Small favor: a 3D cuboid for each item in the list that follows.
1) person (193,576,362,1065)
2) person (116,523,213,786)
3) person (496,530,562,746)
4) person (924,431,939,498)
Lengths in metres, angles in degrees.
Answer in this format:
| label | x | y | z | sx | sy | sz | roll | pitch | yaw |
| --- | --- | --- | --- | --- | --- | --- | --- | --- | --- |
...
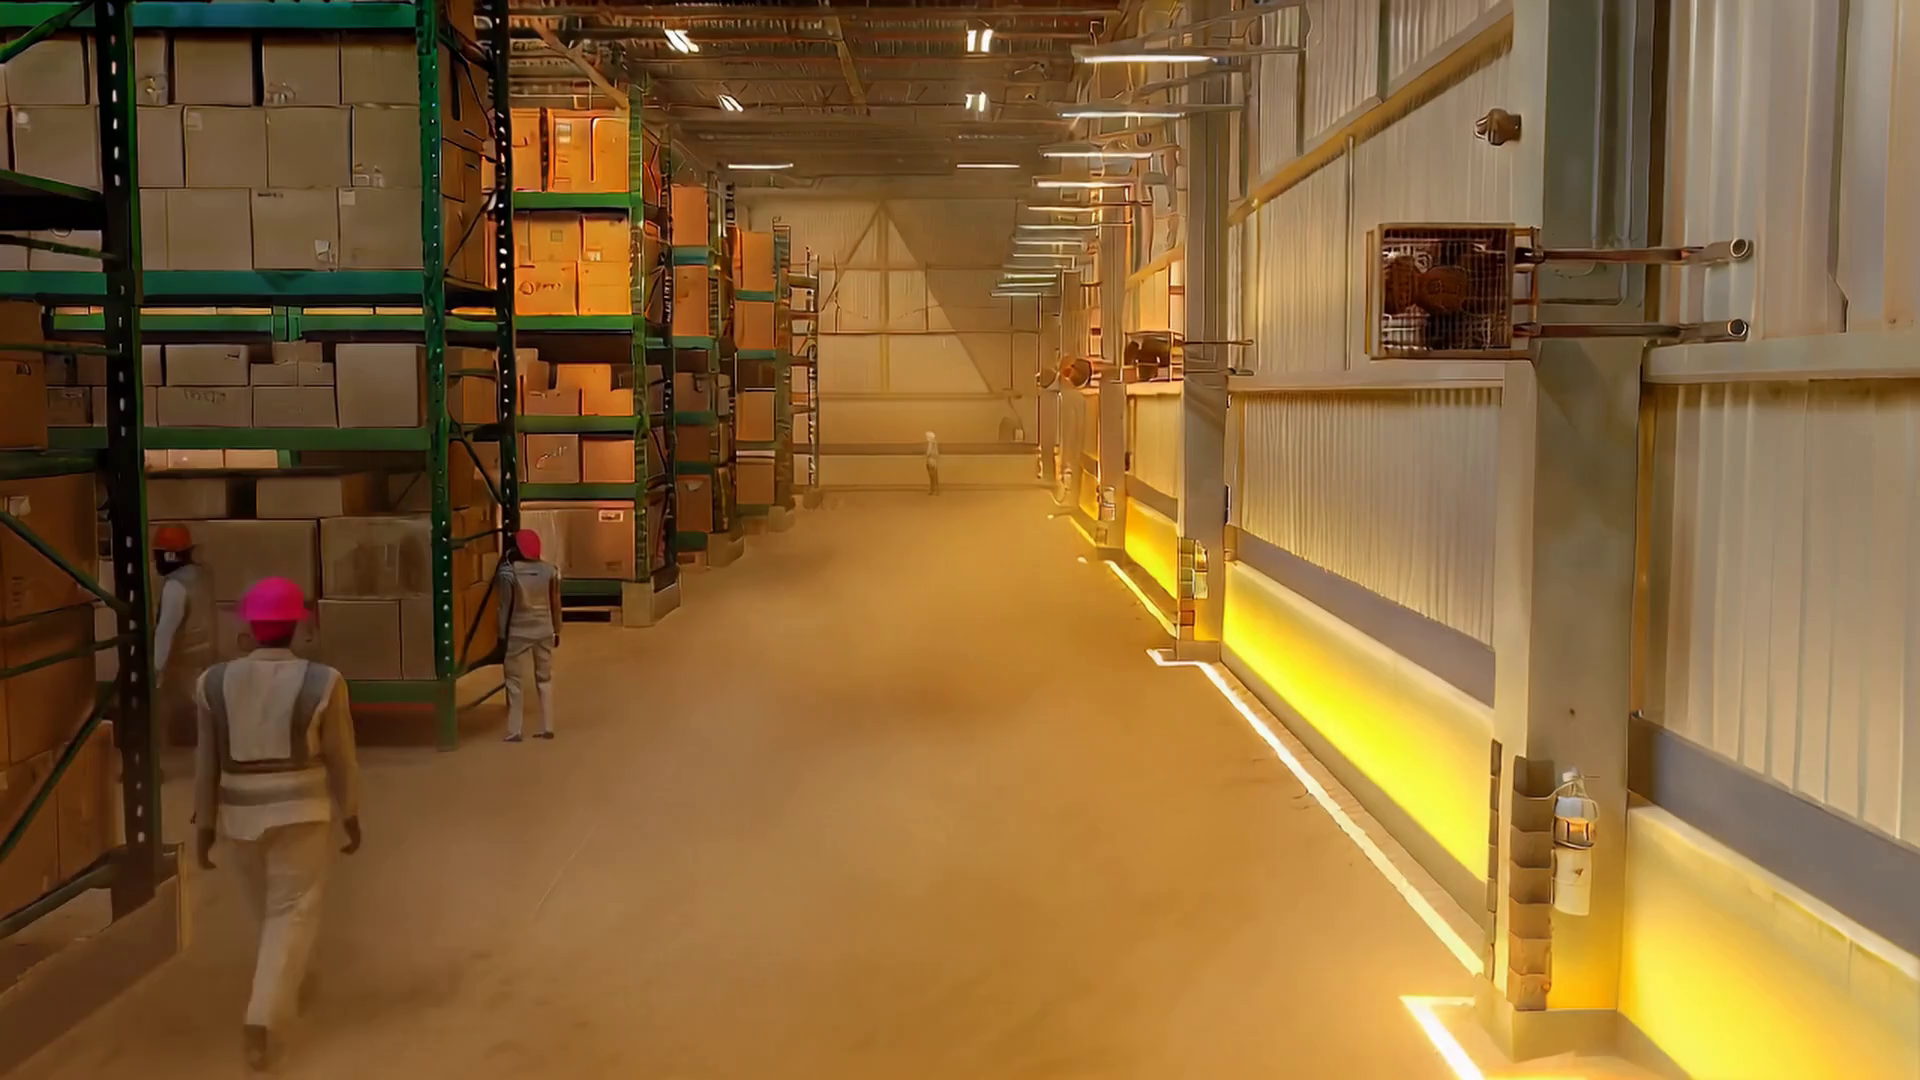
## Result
| label | x | y | z | sx | sy | sz | roll | pitch | yaw |
| --- | --- | --- | --- | --- | --- | --- | --- | --- | --- |
| person | -2.762 | 1.102 | 6.720 | 0.635 | 1.910 | 0.992 | 0 | 5 | 0 |
| person | -5.188 | 0.774 | 11.206 | 0.924 | 1.792 | 0.593 | -2 | 5 | -17 |
| person | -3.241 | 0.736 | 12.558 | 0.526 | 1.634 | 0.312 | -4 | 6 | -40 |
| person | -0.773 | -1.973 | 43.460 | 0.355 | 1.744 | 0.565 | -3 | 6 | -30 |
